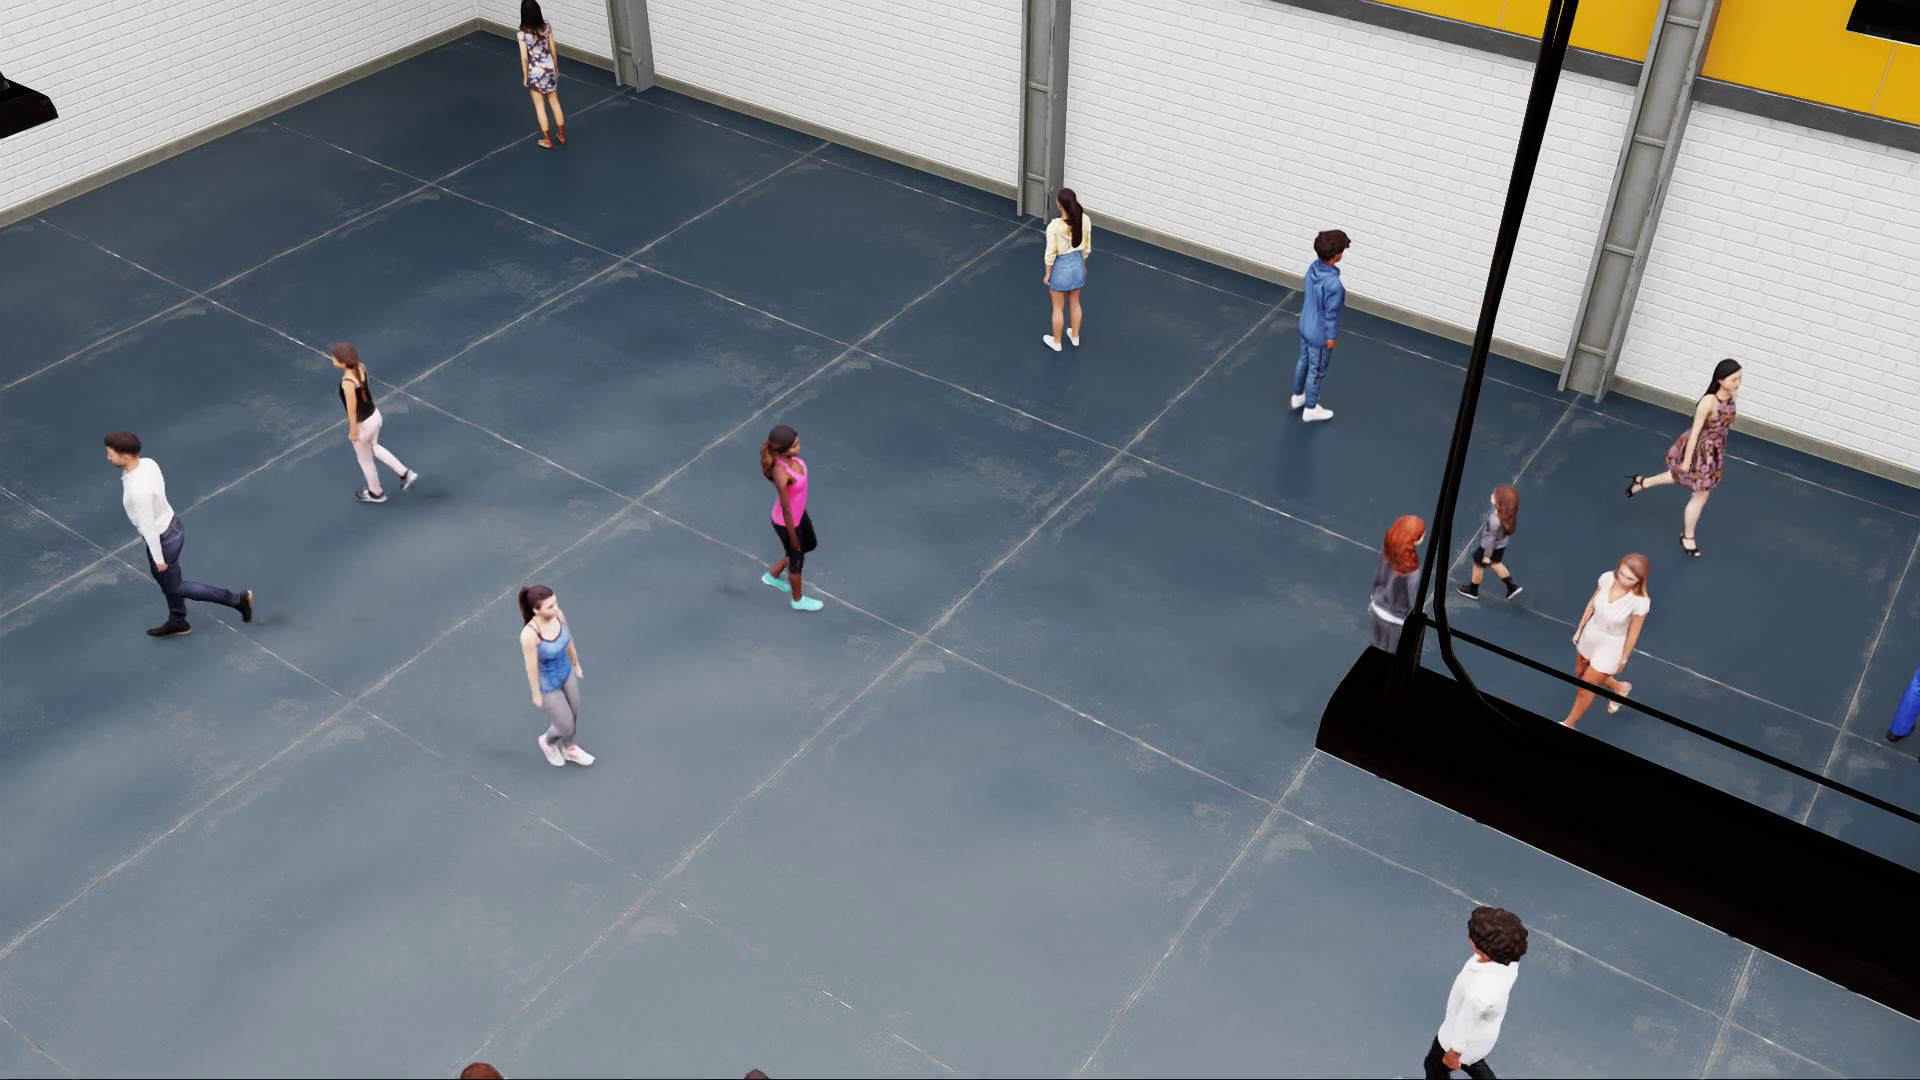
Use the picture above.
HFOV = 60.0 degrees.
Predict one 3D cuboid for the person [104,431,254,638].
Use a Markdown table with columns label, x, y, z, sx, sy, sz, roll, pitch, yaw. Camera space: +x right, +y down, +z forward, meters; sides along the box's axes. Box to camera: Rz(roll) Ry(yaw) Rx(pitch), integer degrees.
| label | x | y | z | sx | sy | sz | roll | pitch | yaw |
| --- | --- | --- | --- | --- | --- | --- | --- | --- | --- |
| person | -5.761 | -0.016 | 12.206 | 1.115 | 1.841 | 1.088 | -8 | 39 | -10 |

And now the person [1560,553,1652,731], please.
| label | x | y | z | sx | sy | sz | roll | pitch | yaw |
| --- | --- | --- | --- | --- | --- | --- | --- | --- | --- |
| person | 4.491 | 0.698 | 11.443 | 0.922 | 1.677 | 0.973 | -17 | 42 | -20 |

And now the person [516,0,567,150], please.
| label | x | y | z | sx | sy | sz | roll | pitch | yaw |
| --- | --- | --- | --- | --- | --- | --- | --- | --- | --- |
| person | -4.771 | -5.309 | 18.921 | 0.648 | 1.732 | 0.583 | -28 | 46 | -31 |

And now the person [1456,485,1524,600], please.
| label | x | y | z | sx | sy | sz | roll | pitch | yaw |
| --- | --- | --- | --- | --- | --- | --- | --- | --- | --- |
| person | 4.137 | 0.035 | 12.741 | 0.686 | 1.093 | 0.480 | 24 | 44 | 27 |

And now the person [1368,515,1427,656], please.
| label | x | y | z | sx | sy | sz | roll | pitch | yaw |
| --- | --- | --- | --- | --- | --- | --- | --- | --- | --- |
| person | 2.906 | 0.570 | 11.532 | 0.762 | 1.766 | 0.694 | -9 | 39 | -11 |

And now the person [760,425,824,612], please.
| label | x | y | z | sx | sy | sz | roll | pitch | yaw |
| --- | --- | --- | --- | --- | --- | --- | --- | --- | --- |
| person | -1.347 | -0.165 | 12.490 | 0.832 | 1.718 | 0.749 | 4 | 39 | 5 |

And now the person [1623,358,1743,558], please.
| label | x | y | z | sx | sy | sz | roll | pitch | yaw |
| --- | --- | --- | --- | --- | --- | --- | --- | --- | --- |
| person | 5.783 | -0.704 | 13.142 | 0.817 | 1.748 | 1.113 | -26 | 45 | -29 |

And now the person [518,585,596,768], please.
| label | x | y | z | sx | sy | sz | roll | pitch | yaw |
| --- | --- | --- | --- | --- | --- | --- | --- | --- | --- |
| person | -2.788 | 0.931 | 11.213 | 0.670 | 1.599 | 0.624 | 16 | 41 | 19 |

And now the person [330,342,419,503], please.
| label | x | y | z | sx | sy | sz | roll | pitch | yaw |
| --- | --- | --- | --- | --- | --- | --- | --- | --- | --- |
| person | -4.814 | -0.958 | 13.612 | 0.859 | 1.558 | 0.726 | 5 | 39 | 6 |

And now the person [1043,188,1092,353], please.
| label | x | y | z | sx | sy | sz | roll | pitch | yaw |
| --- | --- | --- | --- | --- | --- | --- | --- | --- | --- |
| person | 0.993 | -2.524 | 15.513 | 0.726 | 1.633 | 0.728 | -17 | 42 | -20 |

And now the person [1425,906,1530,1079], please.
| label | x | y | z | sx | sy | sz | roll | pitch | yaw |
| --- | --- | --- | --- | --- | --- | --- | --- | --- | --- |
| person | 2.804 | 2.643 | 8.916 | 0.935 | 1.792 | 0.631 | 24 | 45 | 27 |

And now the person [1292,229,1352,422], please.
| label | x | y | z | sx | sy | sz | roll | pitch | yaw |
| --- | --- | --- | --- | --- | --- | --- | --- | --- | --- |
| person | 3.142 | -1.875 | 14.564 | 0.830 | 1.803 | 0.758 | -8 | 39 | -10 |
